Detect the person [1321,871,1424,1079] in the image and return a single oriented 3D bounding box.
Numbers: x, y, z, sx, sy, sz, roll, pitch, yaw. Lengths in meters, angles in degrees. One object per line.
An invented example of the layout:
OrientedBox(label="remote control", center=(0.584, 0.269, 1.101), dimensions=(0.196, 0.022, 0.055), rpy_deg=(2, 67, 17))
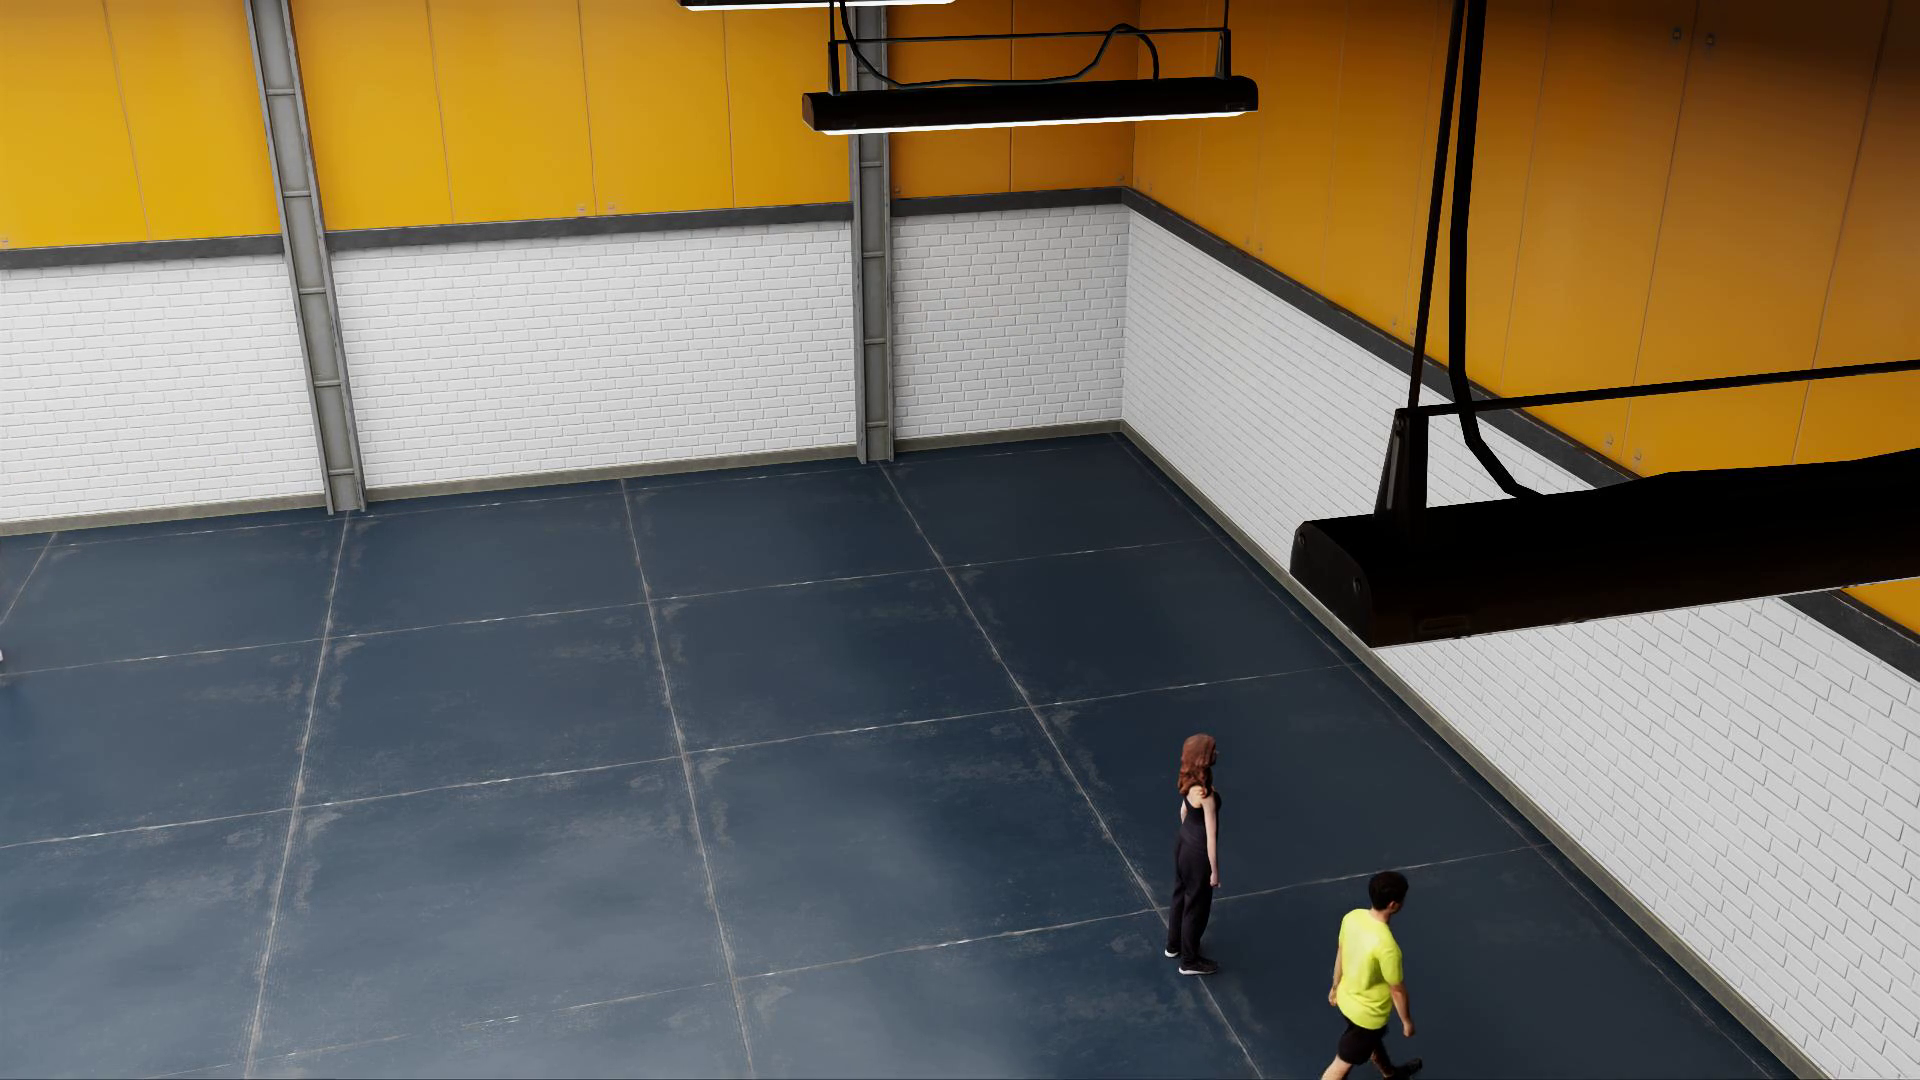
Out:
OrientedBox(label="person", center=(2.230, 2.669, 9.490), dimensions=(1.070, 1.662, 0.641), rpy_deg=(-7, 25, -15))

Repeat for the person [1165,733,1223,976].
OrientedBox(label="person", center=(1.524, 2.030, 10.846), dimensions=(0.527, 1.748, 0.589), rpy_deg=(-8, 25, -17))
